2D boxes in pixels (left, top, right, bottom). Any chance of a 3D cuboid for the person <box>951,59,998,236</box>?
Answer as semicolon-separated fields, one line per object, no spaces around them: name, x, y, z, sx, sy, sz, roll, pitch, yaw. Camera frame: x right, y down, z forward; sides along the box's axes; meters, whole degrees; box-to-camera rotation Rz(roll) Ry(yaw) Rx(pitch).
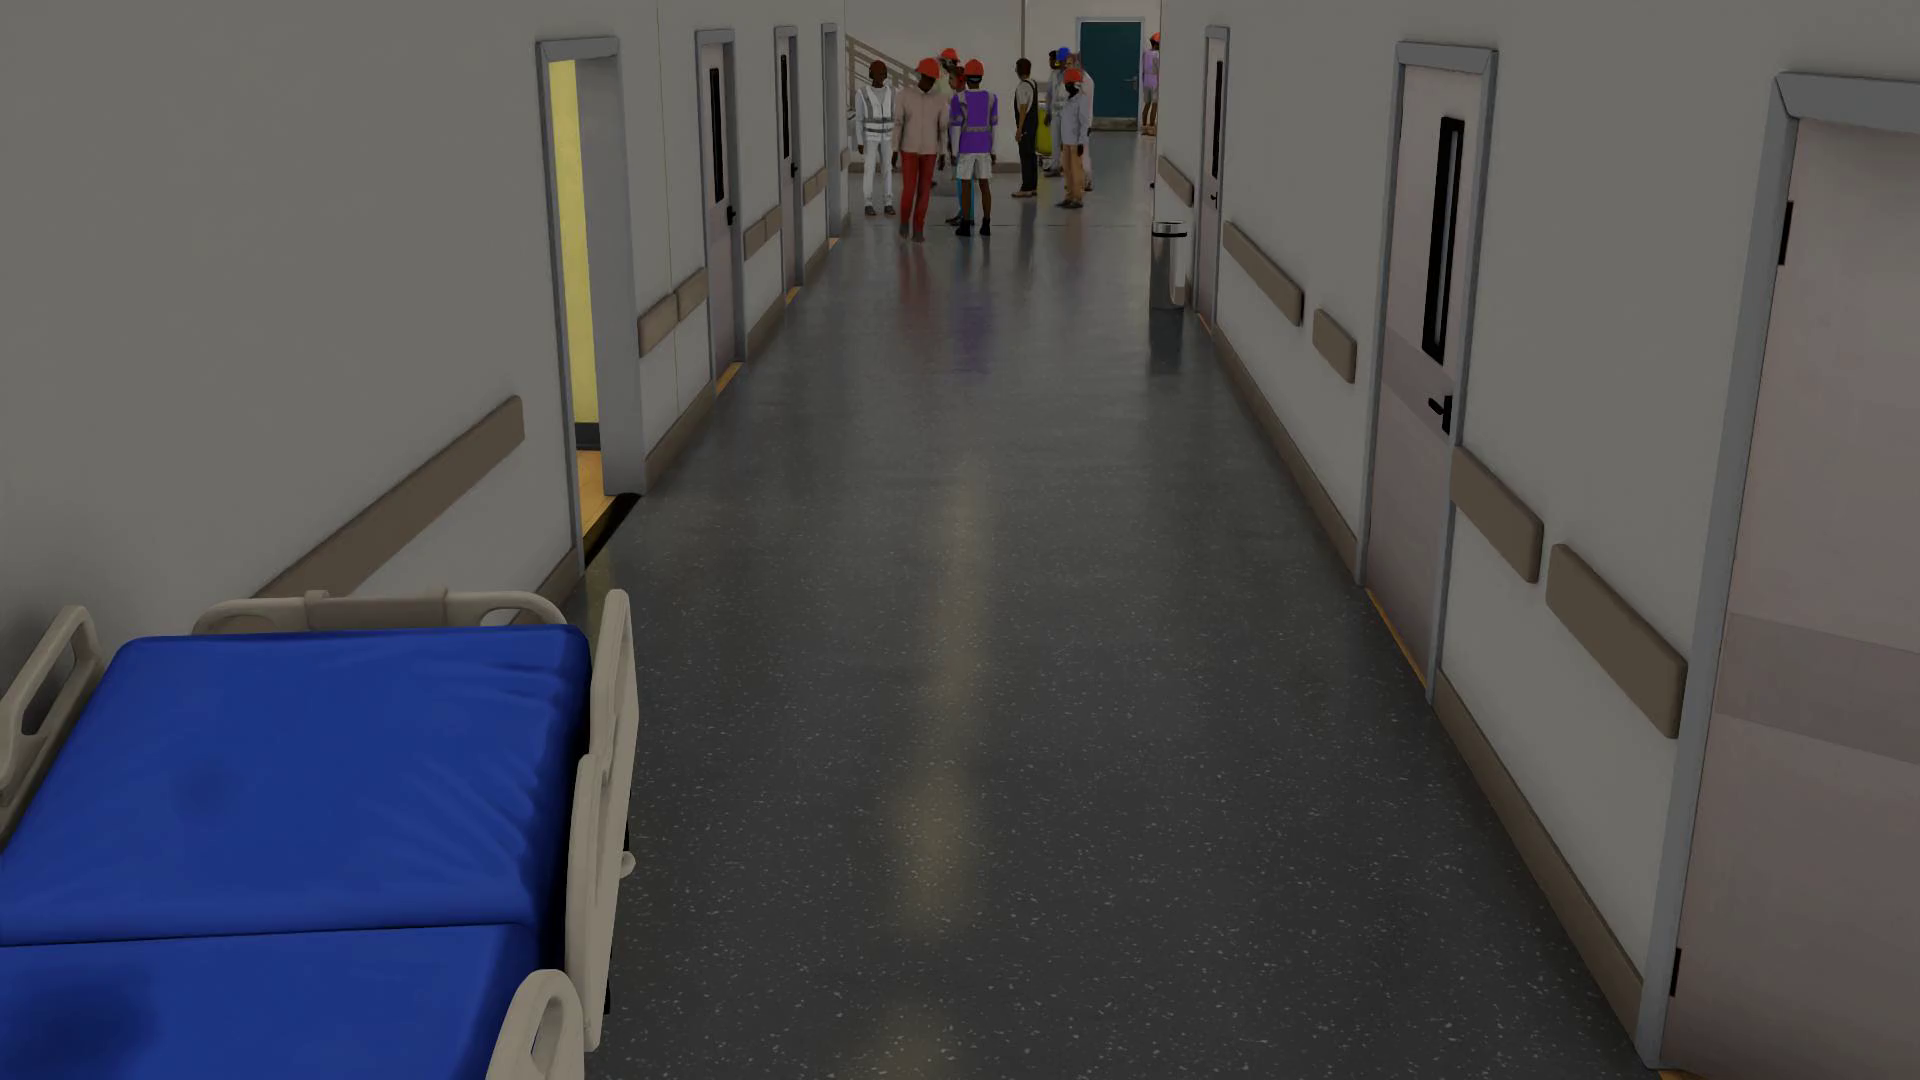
person;0.150;-4.385;18.640;0.551;1.936;0.356;-6;19;-18

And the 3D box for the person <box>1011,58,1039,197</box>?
person;0.890;-5.587;22.571;0.336;1.842;0.508;8;19;23

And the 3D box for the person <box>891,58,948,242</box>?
person;-0.423;-4.238;18.126;0.638;1.965;0.442;-6;18;-17

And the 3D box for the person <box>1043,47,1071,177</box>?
person;1.581;-6.463;25.212;0.673;1.921;0.569;14;22;37

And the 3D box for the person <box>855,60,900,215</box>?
person;-1.015;-4.957;20.550;0.567;1.878;0.357;-8;19;-23

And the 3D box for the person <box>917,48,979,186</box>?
person;-0.143;-6.062;23.917;1.044;1.919;0.633;2;18;6

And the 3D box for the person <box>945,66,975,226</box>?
person;0.034;-4.640;19.619;0.393;1.835;0.559;-2;18;-8

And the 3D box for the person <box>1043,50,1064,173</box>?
person;1.519;-6.662;25.919;0.325;1.865;0.516;-6;19;-18

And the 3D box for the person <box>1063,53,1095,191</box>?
person;1.656;-5.877;23.419;0.420;1.893;0.676;-6;19;-18

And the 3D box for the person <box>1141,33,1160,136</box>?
person;3.935;-9.229;33.724;0.407;2.031;0.612;-12;21;-32

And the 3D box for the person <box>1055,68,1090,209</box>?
person;1.432;-5.126;21.271;0.343;1.750;0.569;-8;19;-24
